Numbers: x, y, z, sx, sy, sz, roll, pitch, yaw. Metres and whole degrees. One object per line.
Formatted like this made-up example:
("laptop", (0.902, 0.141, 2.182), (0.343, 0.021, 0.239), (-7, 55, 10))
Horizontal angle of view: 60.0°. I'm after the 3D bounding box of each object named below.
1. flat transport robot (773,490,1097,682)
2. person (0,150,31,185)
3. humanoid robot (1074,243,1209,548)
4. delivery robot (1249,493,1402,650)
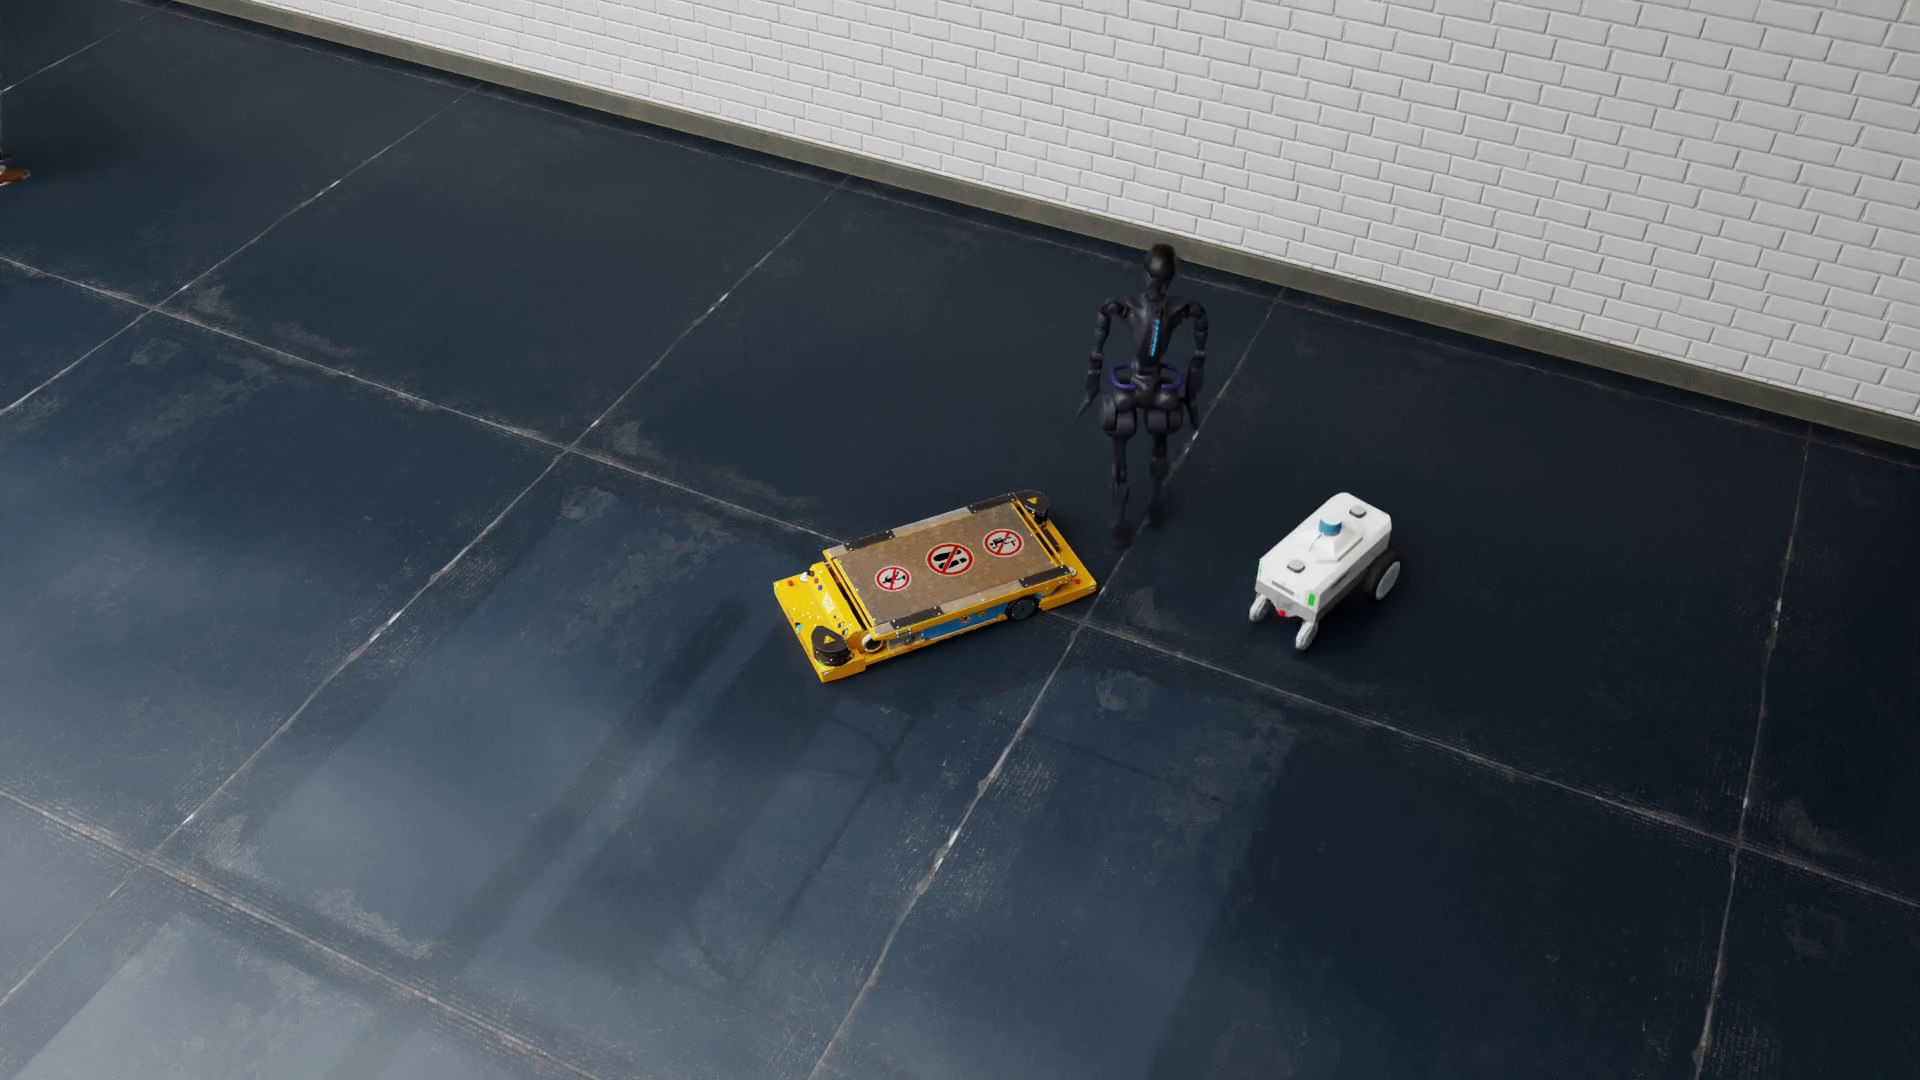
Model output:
("flat transport robot", (-0.120, 0.201, 8.038), (1.431, 0.231, 0.659), (-17, 46, -18))
("person", (-6.347, -3.034, 10.536), (0.288, 1.627, 0.512), (-32, 51, -29))
("humanoid robot", (0.856, -0.684, 7.962), (0.607, 1.655, 0.414), (-2, 43, -3))
("delivery robot", (1.727, 0.108, 7.920), (0.499, 0.583, 0.767), (32, 52, 30))
